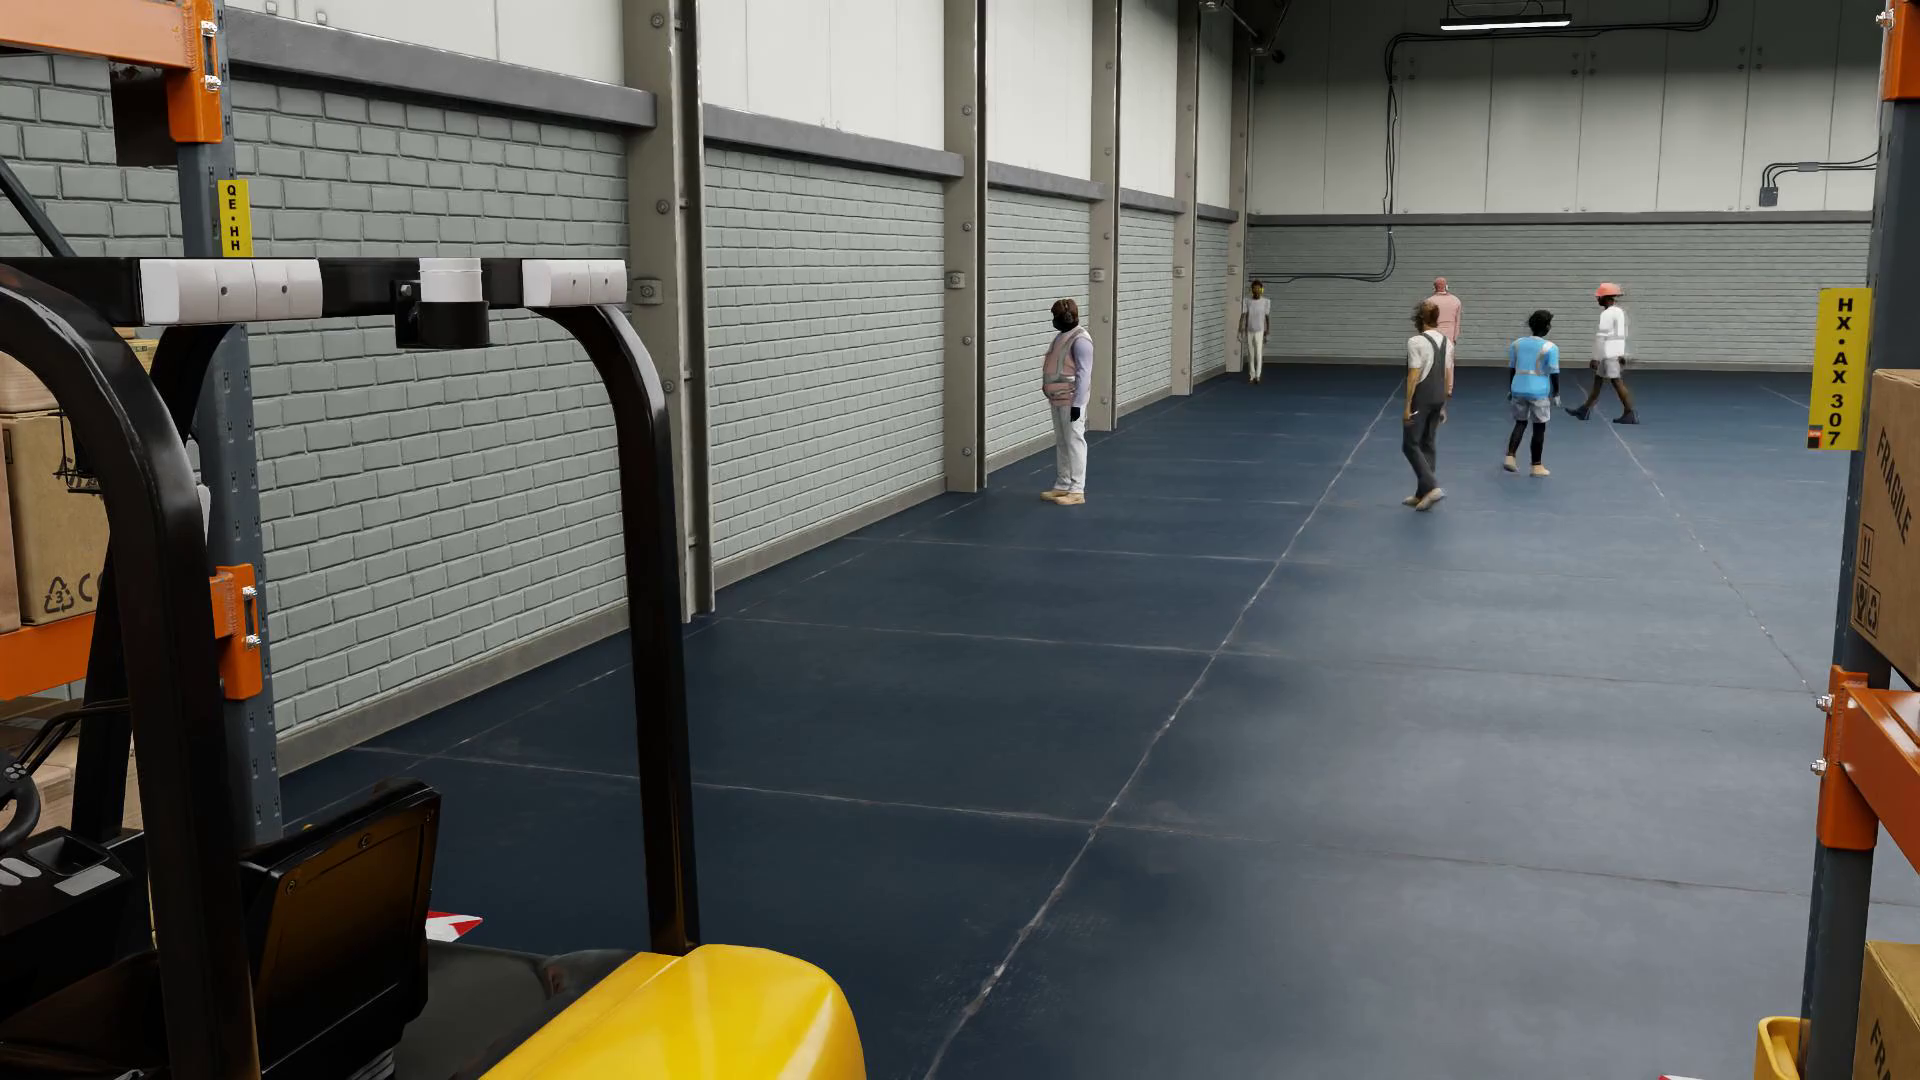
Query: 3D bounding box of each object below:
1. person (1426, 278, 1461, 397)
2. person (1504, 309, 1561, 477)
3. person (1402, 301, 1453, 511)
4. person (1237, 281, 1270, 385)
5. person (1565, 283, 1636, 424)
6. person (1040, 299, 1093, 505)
[{"bbox_3d":[7.624,-3.210,26.471,0.638,1.904,0.402,-2,10,-14],"label":"person"},{"bbox_3d":[5.773,-1.468,16.716,0.390,1.688,0.574,-7,12,-36],"label":"person"},{"bbox_3d":[4.131,-1.154,14.515,0.559,1.821,0.600,-6,11,-30],"label":"person"},{"bbox_3d":[5.190,-3.653,29.391,0.537,1.812,0.993,3,10,17],"label":"person"},{"bbox_3d":[8.696,-2.509,22.388,1.021,1.875,0.553,7,12,38],"label":"person"},{"bbox_3d":[0.951,-1.237,14.918,0.429,1.837,0.620,-3,10,-17],"label":"person"}]
